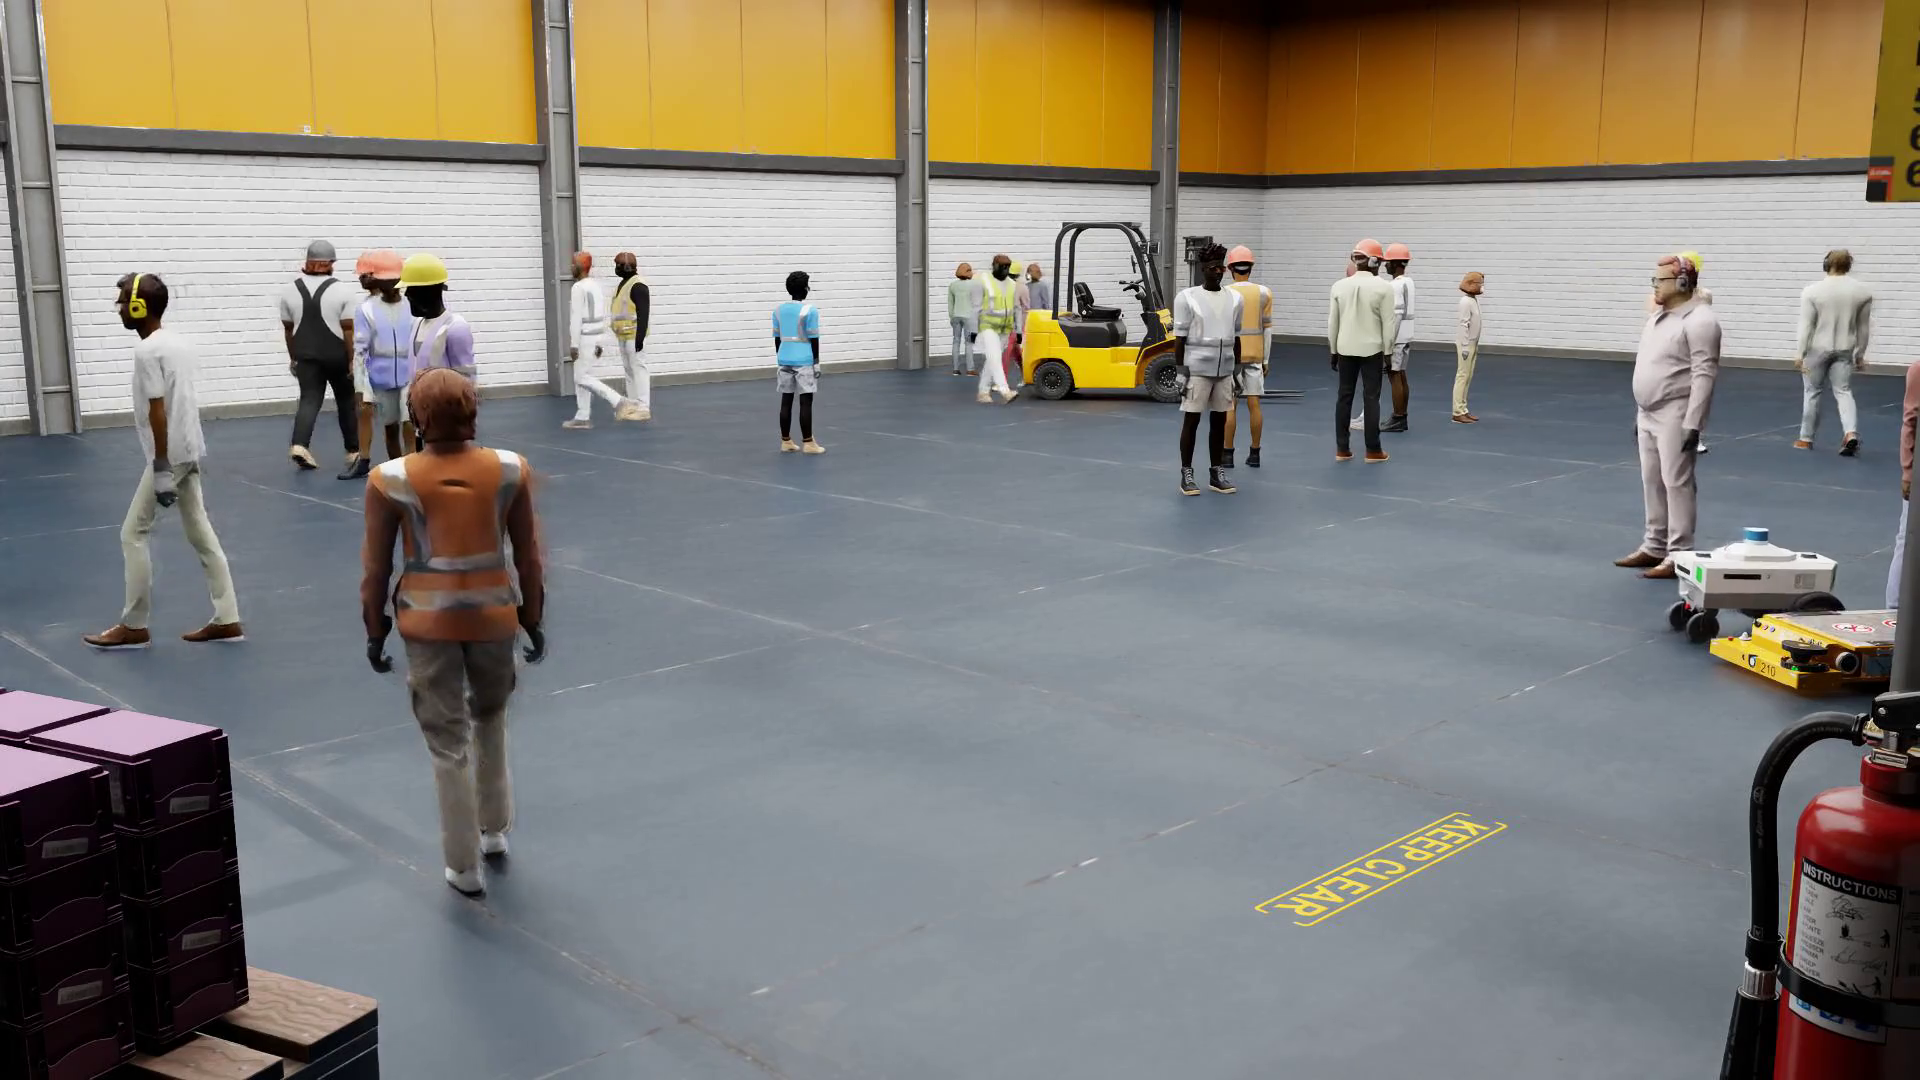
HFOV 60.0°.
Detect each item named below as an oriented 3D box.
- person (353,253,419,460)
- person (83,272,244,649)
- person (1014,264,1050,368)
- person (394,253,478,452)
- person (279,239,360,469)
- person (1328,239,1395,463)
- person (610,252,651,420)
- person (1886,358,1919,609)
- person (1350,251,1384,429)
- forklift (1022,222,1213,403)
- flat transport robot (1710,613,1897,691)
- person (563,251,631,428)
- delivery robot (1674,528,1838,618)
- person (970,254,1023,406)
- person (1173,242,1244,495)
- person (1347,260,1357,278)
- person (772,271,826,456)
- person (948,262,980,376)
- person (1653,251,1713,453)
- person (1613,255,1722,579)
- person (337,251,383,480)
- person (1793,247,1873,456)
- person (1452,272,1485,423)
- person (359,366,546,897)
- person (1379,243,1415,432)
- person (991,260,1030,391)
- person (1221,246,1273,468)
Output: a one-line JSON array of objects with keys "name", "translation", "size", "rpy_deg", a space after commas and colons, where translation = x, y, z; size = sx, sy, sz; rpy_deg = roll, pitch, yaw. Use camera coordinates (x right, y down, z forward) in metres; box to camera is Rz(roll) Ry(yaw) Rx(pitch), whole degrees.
[{"name": "person", "translation": [-4.227, -1.185, 12.431], "size": [0.573, 1.879, 0.998], "rpy_deg": [-3, 11, -17]}, {"name": "person", "translation": [-3.976, -0.377, 8.150], "size": [0.832, 1.835, 0.553], "rpy_deg": [-1, 10, -4]}, {"name": "person", "translation": [1.109, -3.384, 25.234], "size": [0.875, 1.582, 0.529], "rpy_deg": [-9, 14, -40]}, {"name": "person", "translation": [-2.917, -0.637, 9.333], "size": [0.382, 1.923, 0.591], "rpy_deg": [-9, 14, -41]}, {"name": "person", "translation": [-5.584, -1.650, 14.539], "size": [0.688, 2.000, 0.961], "rpy_deg": [1, 10, 5]}, {"name": "person", "translation": [3.599, -1.686, 14.891], "size": [0.613, 1.985, 0.402], "rpy_deg": [8, 13, 36]}, {"name": "person", "translation": [-3.626, -2.239, 18.301], "size": [0.429, 1.840, 0.629], "rpy_deg": [-6, 12, -29]}, {"name": "person", "translation": [4.826, -0.331, 8.095], "size": [0.526, 1.769, 0.328], "rpy_deg": [-1, 10, -5]}, {"name": "person", "translation": [4.283, -2.096, 17.407], "size": [0.356, 1.883, 0.573], "rpy_deg": [2, 11, 9]}, {"name": "forklift", "translation": [1.935, -2.847, 20.651], "size": [2.313, 2.155, 1.214], "rpy_deg": [2, 11, 13]}, {"name": "flat transport robot", "translation": [4.323, 0.491, 7.694], "size": [1.431, 0.197, 0.652], "rpy_deg": [-2, 10, -9]}, {"name": "person", "translation": [-3.828, -2.073, 17.336], "size": [0.696, 1.860, 0.582], "rpy_deg": [1, 10, 7]}, {"name": "delivery robot", "translation": [3.986, 0.181, 8.353], "size": [0.707, 0.478, 0.477], "rpy_deg": [1, 10, 3]}, {"name": "person", "translation": [0.485, -2.495, 19.837], "size": [0.637, 1.784, 0.979], "rpy_deg": [-7, 13, -35]}, {"name": "person", "translation": [1.951, -1.333, 13.013], "size": [0.610, 1.965, 0.364], "rpy_deg": [-4, 11, -21]}, {"name": "person", "translation": [6.463, -3.806, 26.663], "size": [0.401, 1.910, 0.641], "rpy_deg": [-4, 11, -19]}, {"name": "person", "translation": [-1.497, -1.628, 15.360], "size": [0.535, 1.697, 0.322], "rpy_deg": [8, 13, 36]}, {"name": "person", "translation": [0.054, -3.189, 24.040], "size": [0.501, 1.633, 0.284], "rpy_deg": [6, 12, 31]}, {"name": "person", "translation": [6.800, -1.786, 15.745], "size": [0.607, 1.882, 0.989], "rpy_deg": [-1, 10, -4]}, {"name": "person", "translation": [4.190, -0.728, 9.879], "size": [0.403, 1.906, 0.651], "rpy_deg": [-1, 10, -5]}, {"name": "person", "translation": [-4.792, -1.472, 13.980], "size": [0.558, 1.905, 0.937], "rpy_deg": [9, 14, 41]}, {"name": "person", "translation": [8.092, -1.741, 15.425], "size": [0.649, 1.941, 0.728], "rpy_deg": [1, 10, 6]}, {"name": "person", "translation": [5.519, -2.086, 18.029], "size": [0.274, 1.632, 0.507], "rpy_deg": [6, 12, 28]}, {"name": "person", "translation": [-1.592, 0.270, 5.187], "size": [0.540, 1.619, 0.560], "rpy_deg": [-6, 12, -30]}, {"name": "person", "translation": [4.477, -2.078, 17.159], "size": [0.370, 1.935, 0.552], "rpy_deg": [6, 12, 29]}, {"name": "person", "translation": [0.716, -2.829, 21.891], "size": [0.532, 1.705, 0.932], "rpy_deg": [10, 14, 43]}, {"name": "person", "translation": [2.437, -1.587, 14.508], "size": [0.543, 1.928, 0.373], "rpy_deg": [-2, 11, -9]}]
